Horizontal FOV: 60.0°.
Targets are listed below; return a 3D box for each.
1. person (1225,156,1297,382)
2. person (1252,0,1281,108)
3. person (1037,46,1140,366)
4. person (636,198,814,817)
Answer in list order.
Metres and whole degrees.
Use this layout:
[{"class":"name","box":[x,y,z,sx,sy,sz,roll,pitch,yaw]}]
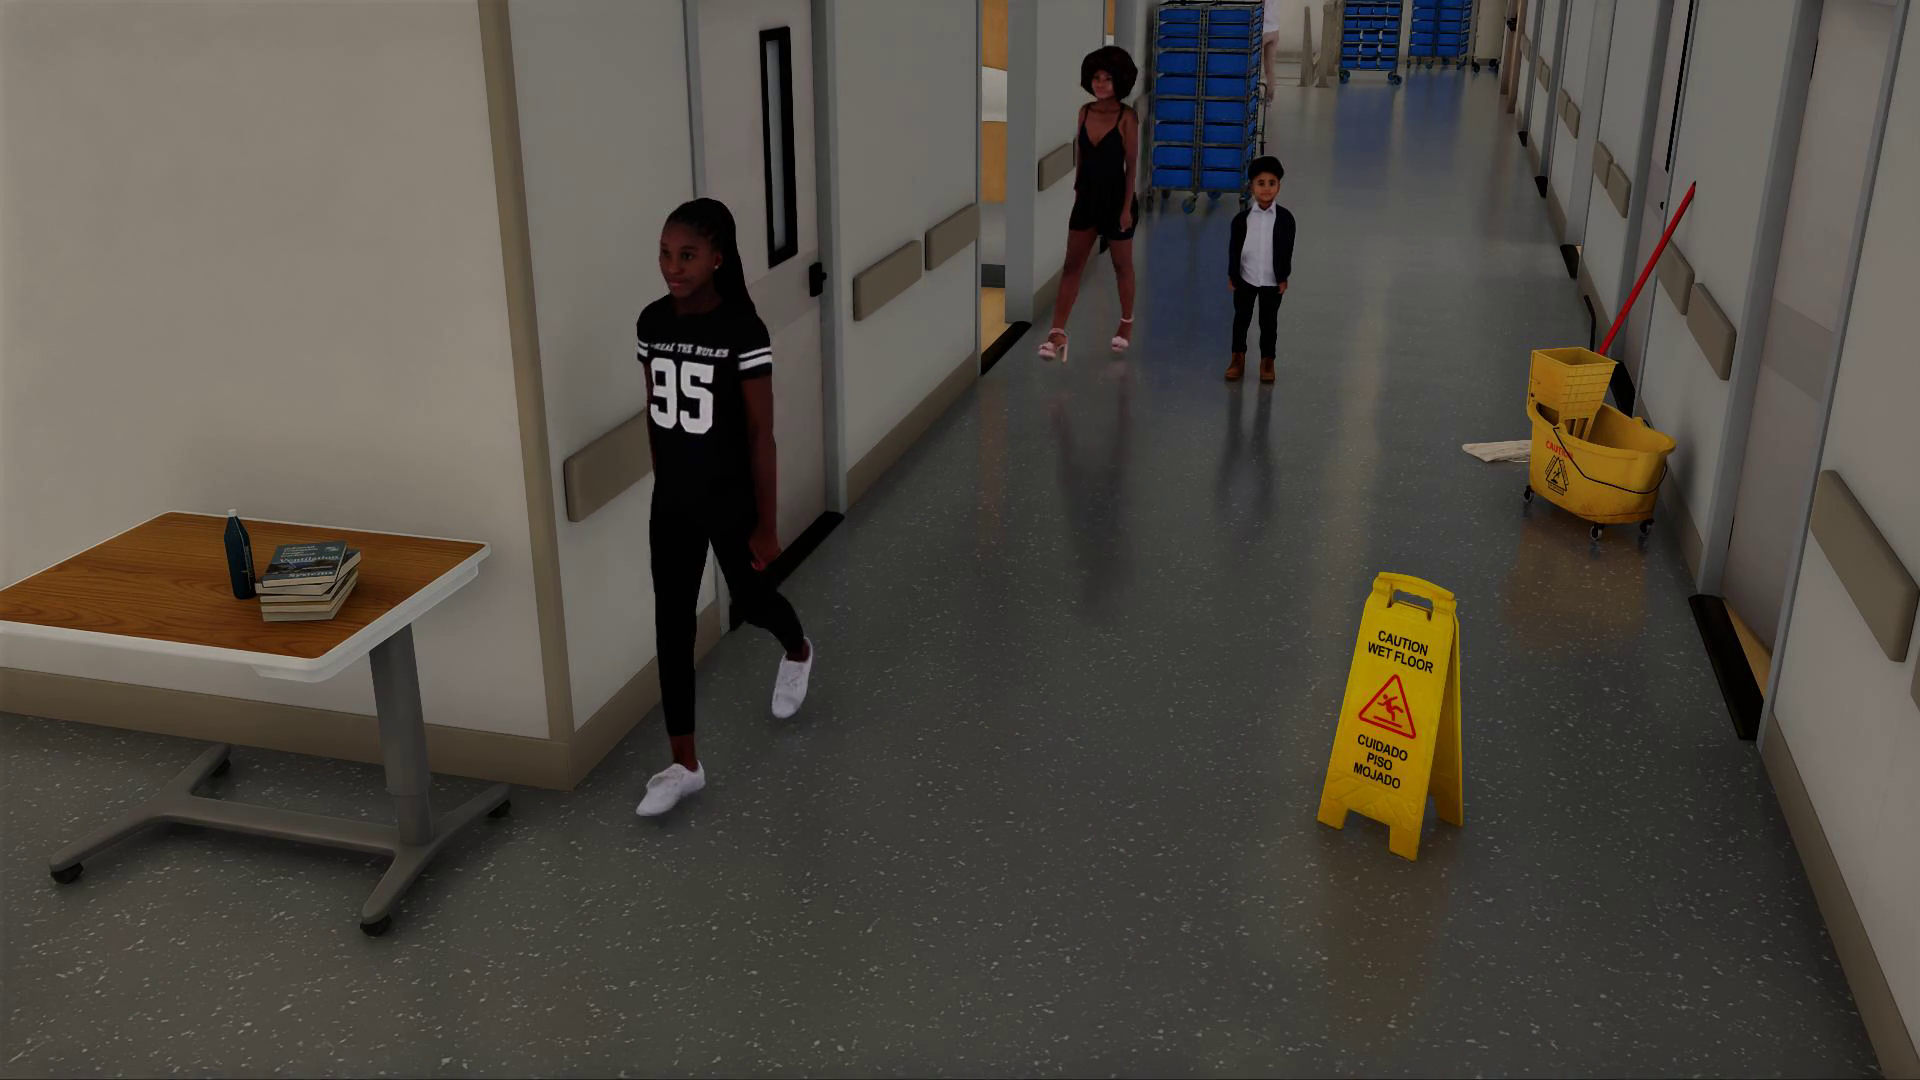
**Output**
[{"class":"person","box":[1.654,-1.496,9.176,0.494,1.225,0.495,5,21,14]},{"class":"person","box":[4.074,-6.664,21.927,0.828,1.858,0.872,-8,22,-21]},{"class":"person","box":[0.866,-1.857,9.406,0.773,1.738,1.148,12,24,29]},{"class":"person","box":[-0.669,-0.115,4.863,0.771,1.698,1.198,9,22,22]}]
